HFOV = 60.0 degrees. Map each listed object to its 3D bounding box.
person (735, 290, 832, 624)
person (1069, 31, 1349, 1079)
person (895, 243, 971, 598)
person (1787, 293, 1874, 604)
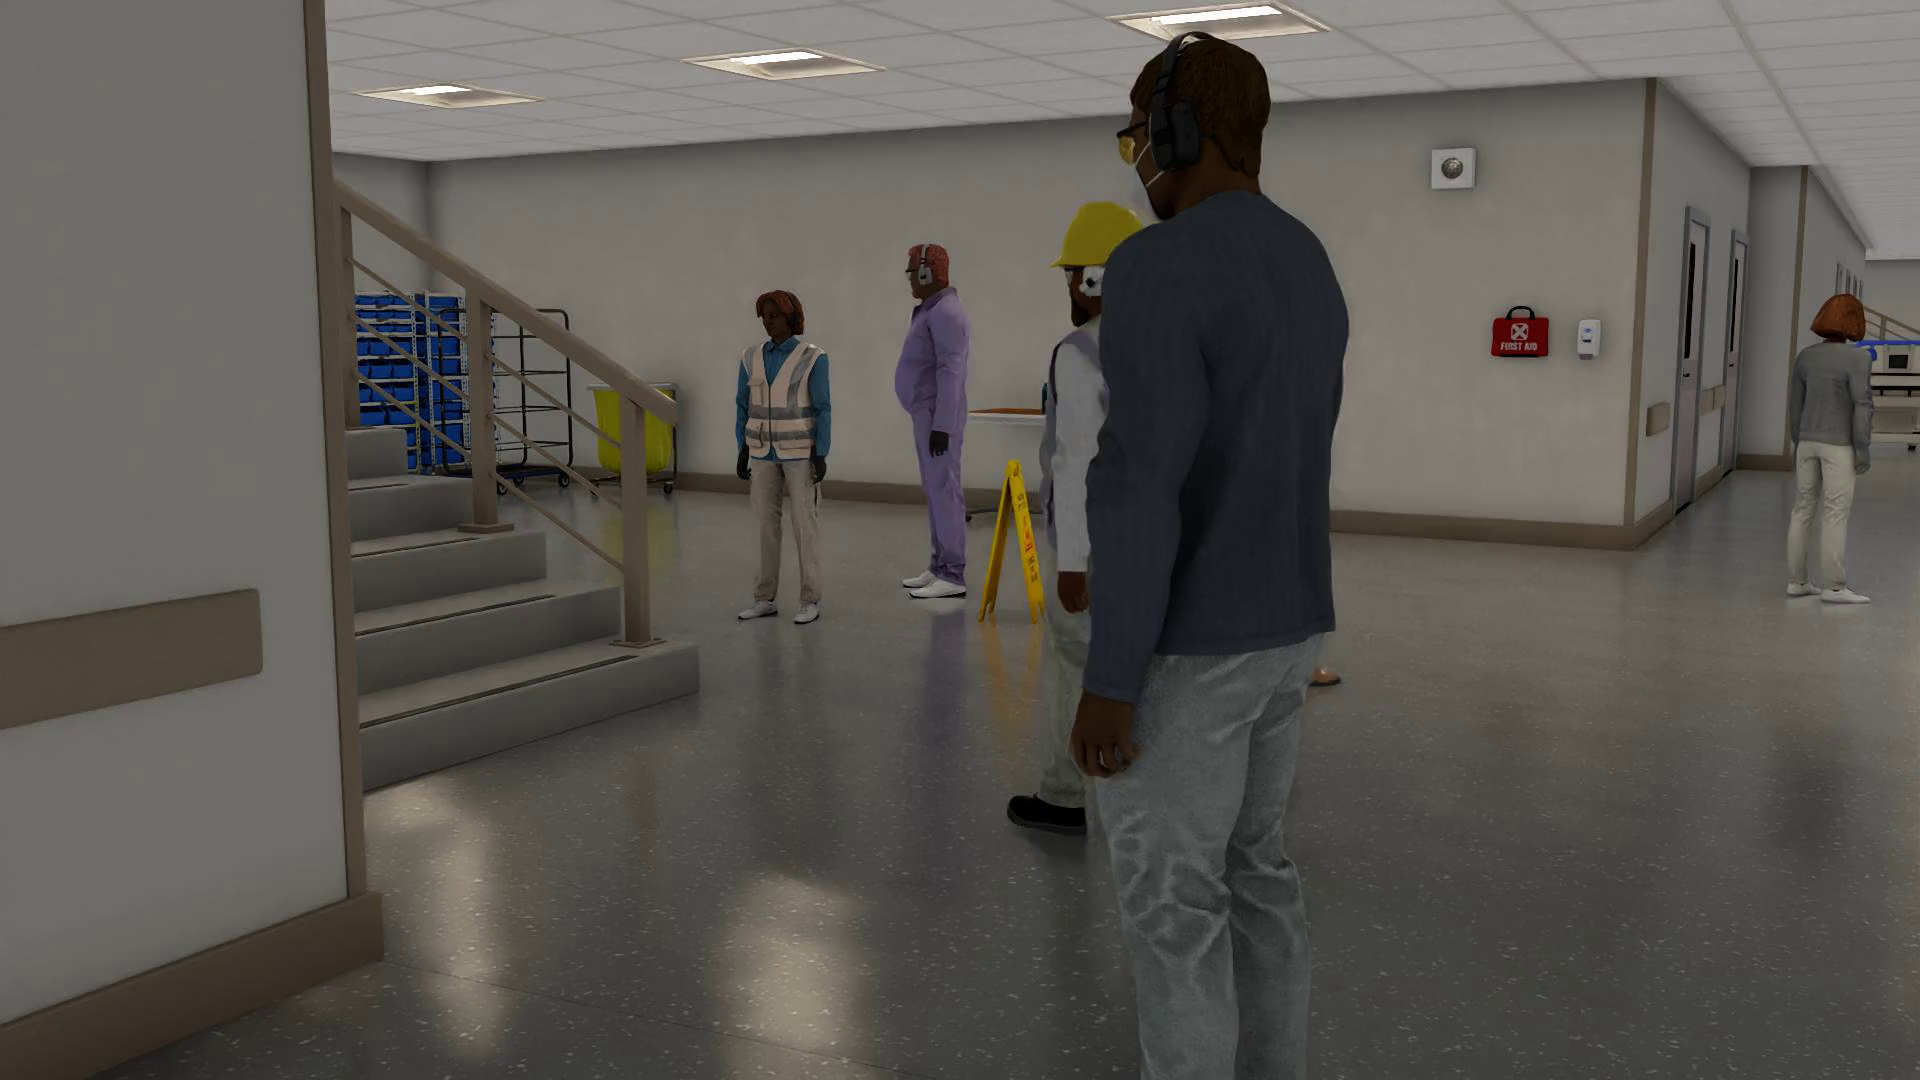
[{"bbox_3d":[-0.875,-0.408,8.221,0.522,1.640,0.306,3,8,24],"label":"person"},{"bbox_3d":[0.397,0.175,2.656,0.382,1.928,0.635,5,9,34],"label":"person"},{"bbox_3d":[-0.153,-0.639,9.001,0.400,1.903,0.645,-1,7,-6],"label":"person"},{"bbox_3d":[4.614,-0.482,8.818,0.286,1.633,0.501,-2,8,-16],"label":"person"}]
